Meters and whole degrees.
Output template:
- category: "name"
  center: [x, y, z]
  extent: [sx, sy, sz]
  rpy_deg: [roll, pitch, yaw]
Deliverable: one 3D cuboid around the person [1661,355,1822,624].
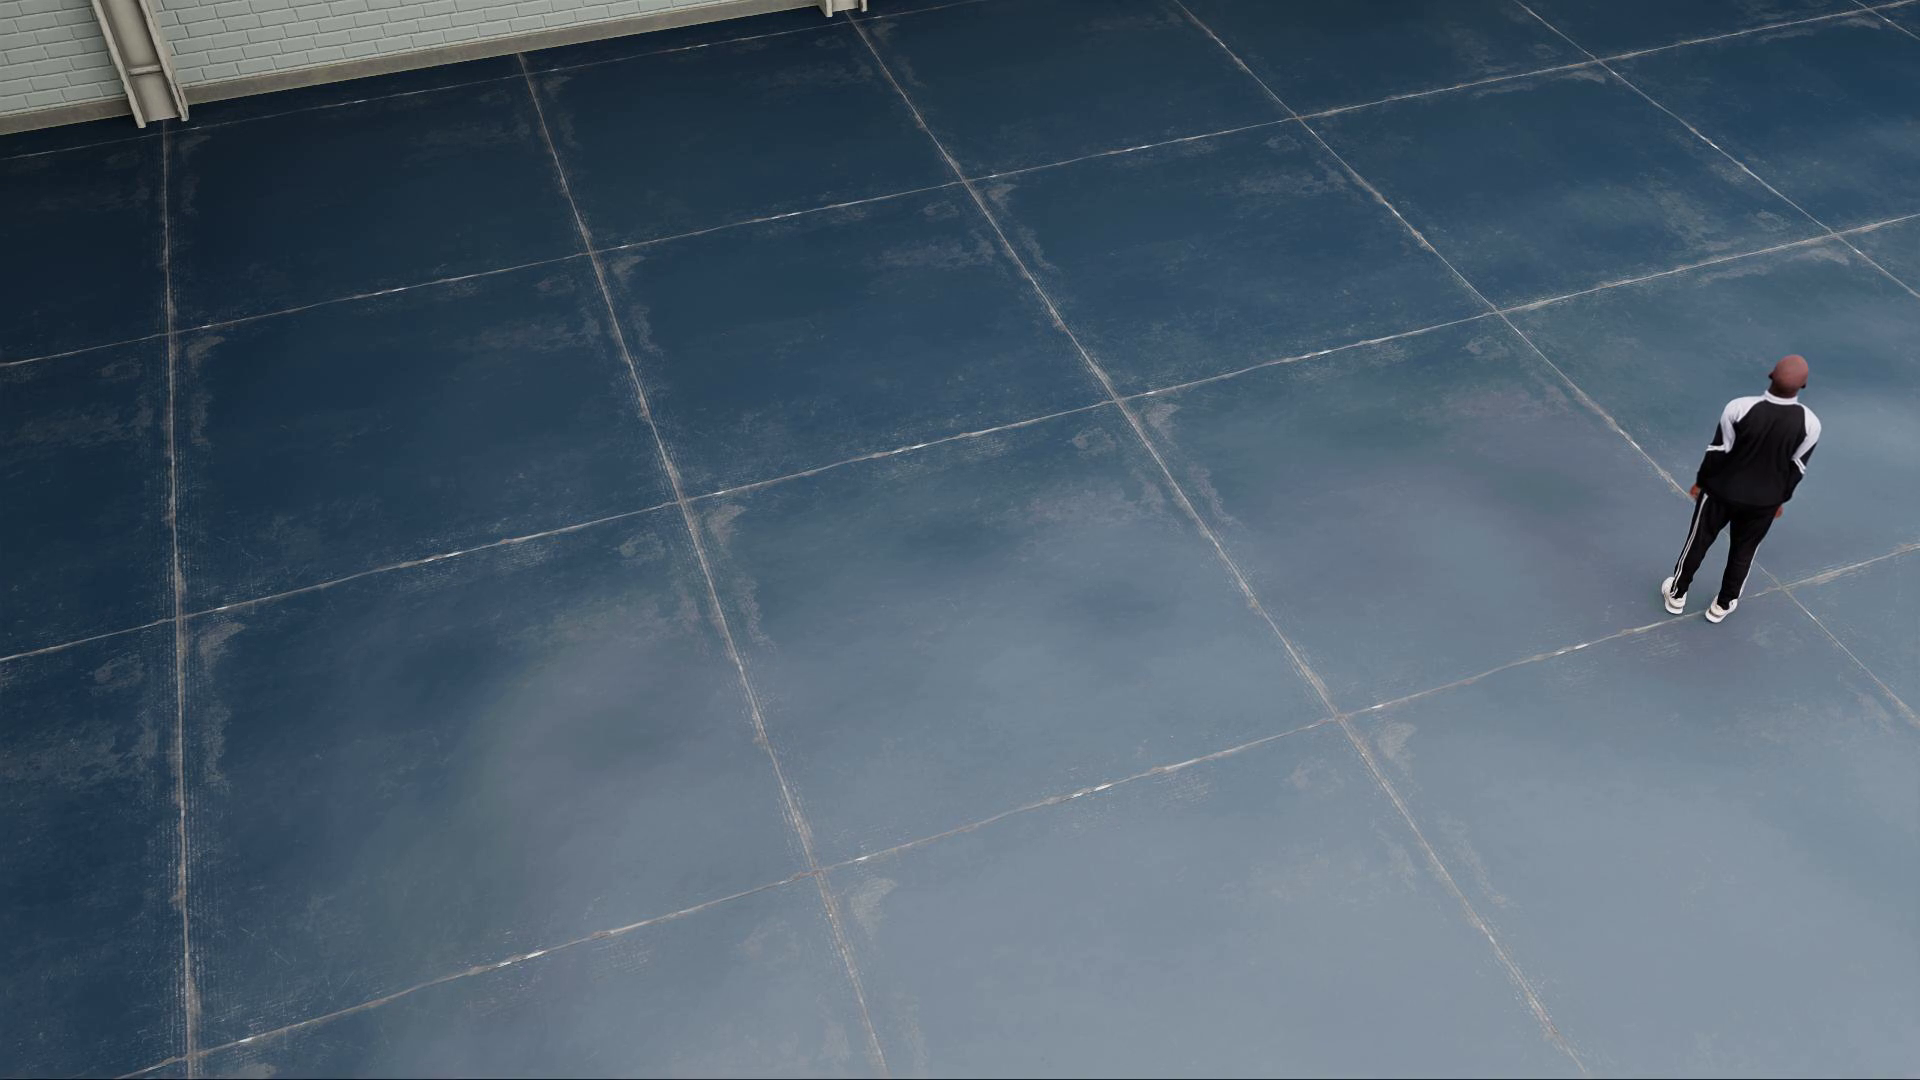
- category: "person"
  center: [4.320, -0.277, 9.171]
  extent: [0.721, 1.828, 0.786]
  rpy_deg: [17, 46, 17]
